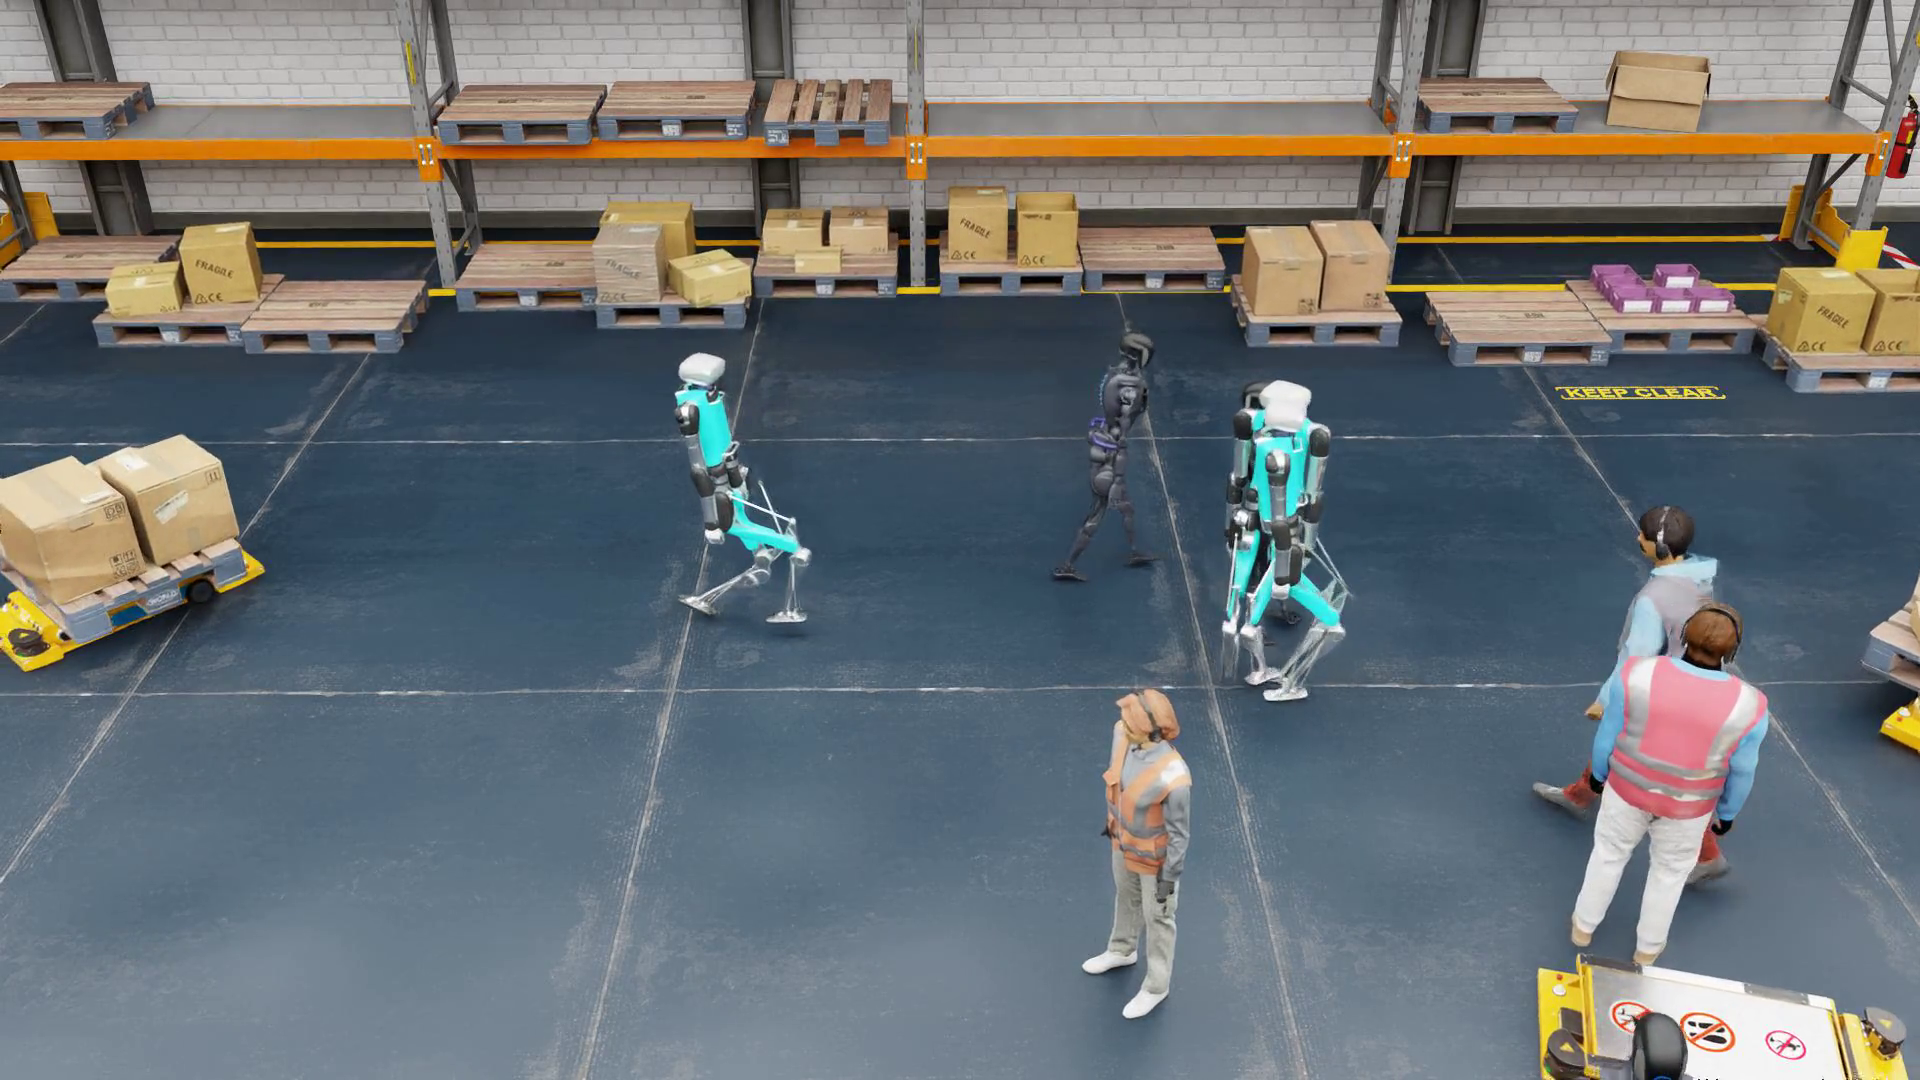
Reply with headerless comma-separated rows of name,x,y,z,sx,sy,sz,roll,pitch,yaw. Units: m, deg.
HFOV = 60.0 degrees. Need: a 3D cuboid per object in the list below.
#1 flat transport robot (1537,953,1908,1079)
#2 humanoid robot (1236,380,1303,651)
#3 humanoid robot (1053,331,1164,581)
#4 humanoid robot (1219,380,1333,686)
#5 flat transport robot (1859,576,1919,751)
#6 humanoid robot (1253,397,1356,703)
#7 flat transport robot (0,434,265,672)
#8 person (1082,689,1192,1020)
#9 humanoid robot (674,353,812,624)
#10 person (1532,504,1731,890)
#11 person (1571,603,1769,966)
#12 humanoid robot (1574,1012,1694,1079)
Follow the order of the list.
flat transport robot,3.153,2.122,6.878,1.431,0.231,0.659,8,32,13
humanoid robot,1.742,-0.129,9.269,0.462,1.645,0.616,10,33,17
humanoid robot,0.925,-0.493,9.888,0.681,1.635,0.611,0,31,0
humanoid robot,1.577,0.117,8.870,0.535,1.870,0.736,16,35,25
flat transport robot,5.652,0.853,8.990,1.431,0.231,0.659,-23,38,-33
humanoid robot,1.855,0.091,8.824,0.698,1.791,0.532,3,31,5
flat transport robot,-4.992,0.294,9.921,0.659,0.231,1.431,26,39,36
person,0.765,1.289,6.932,0.314,1.639,0.513,-15,34,-23
humanoid robot,-1.152,-0.202,9.354,1.031,1.751,0.536,5,31,9
person,3.300,0.711,7.732,0.954,1.831,0.554,23,38,33
person,3.019,1.066,7.125,0.634,1.831,0.430,14,34,22
humanoid robot,2.154,2.146,5.470,0.603,1.643,0.308,2,31,3
